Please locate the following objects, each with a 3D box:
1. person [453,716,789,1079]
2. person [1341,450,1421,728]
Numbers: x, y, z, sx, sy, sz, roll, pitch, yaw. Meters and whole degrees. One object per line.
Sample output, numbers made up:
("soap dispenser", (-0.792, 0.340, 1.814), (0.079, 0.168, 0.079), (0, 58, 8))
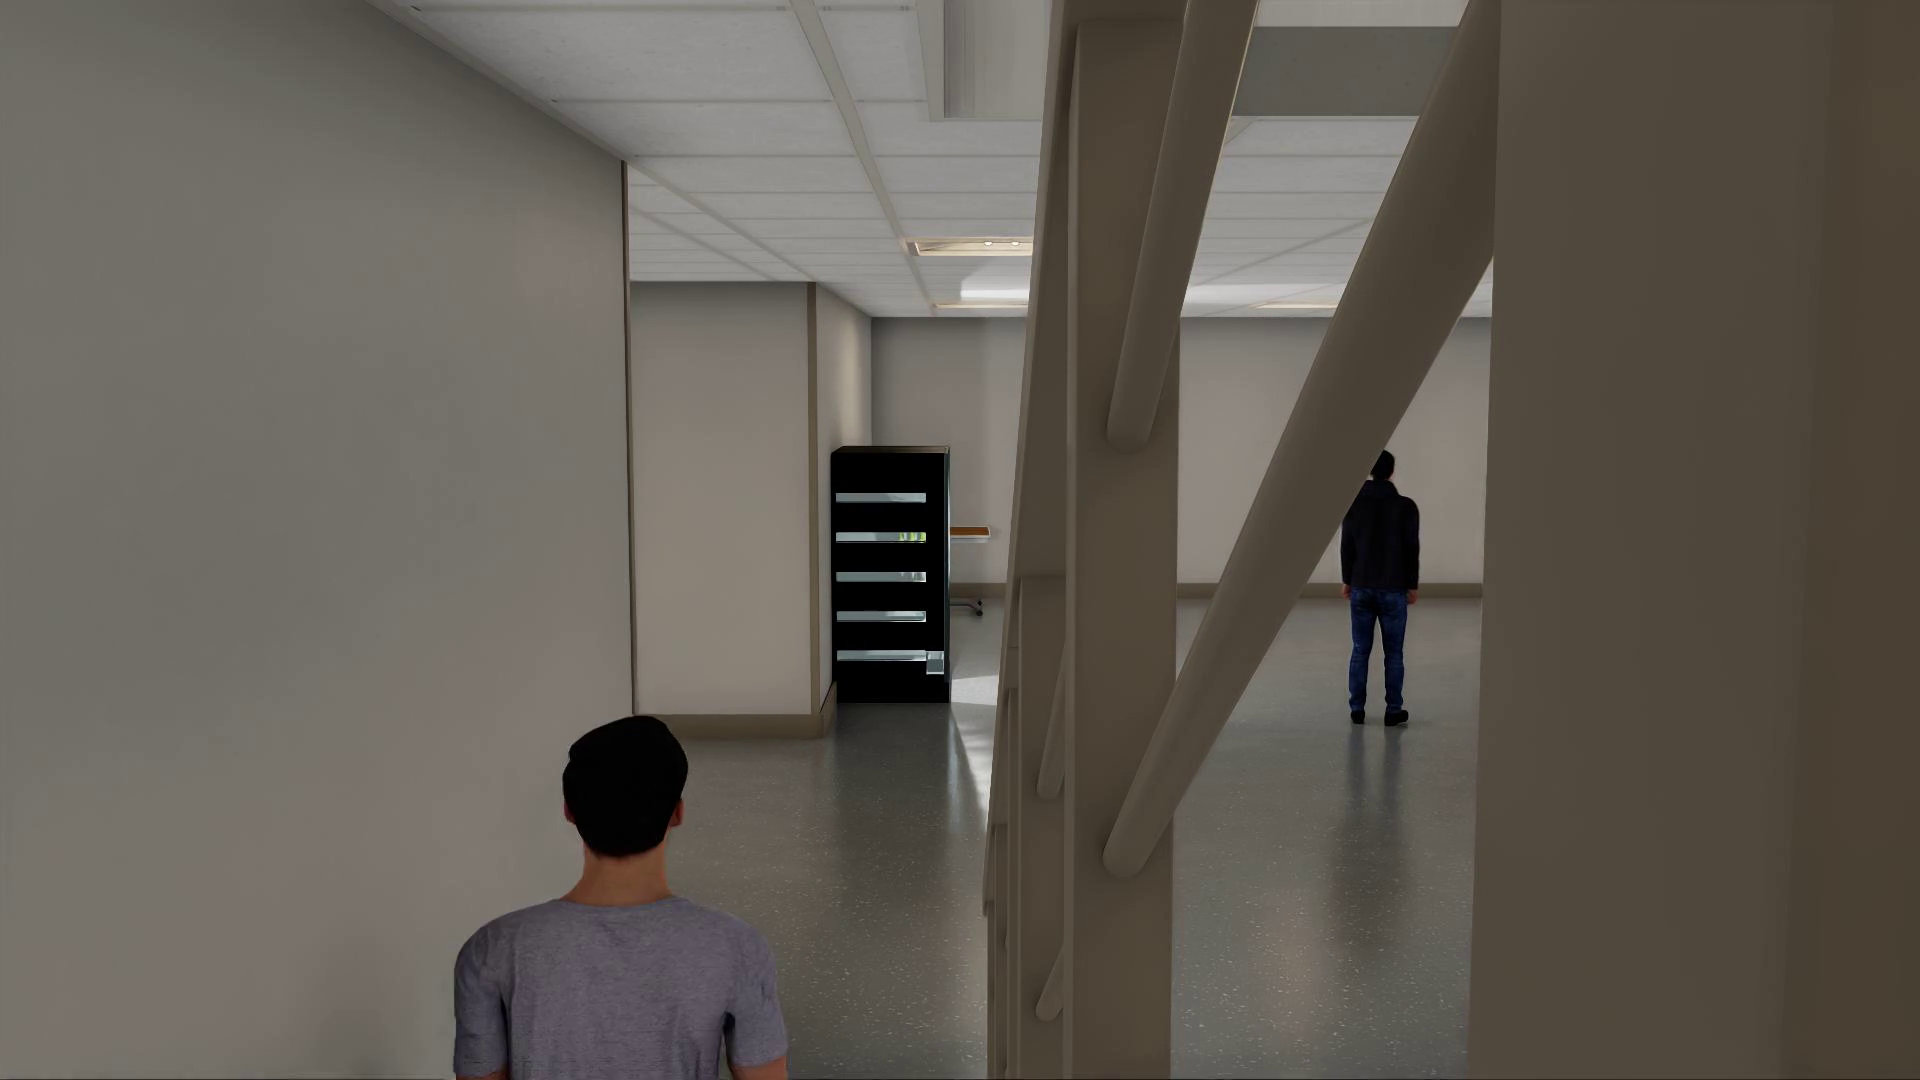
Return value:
("person", (-0.537, 1.240, 2.596), (0.711, 1.819, 1.161), (0, 6, -1))
("person", (2.864, 0.317, 11.393), (0.754, 1.893, 0.718), (2, 6, 23))
